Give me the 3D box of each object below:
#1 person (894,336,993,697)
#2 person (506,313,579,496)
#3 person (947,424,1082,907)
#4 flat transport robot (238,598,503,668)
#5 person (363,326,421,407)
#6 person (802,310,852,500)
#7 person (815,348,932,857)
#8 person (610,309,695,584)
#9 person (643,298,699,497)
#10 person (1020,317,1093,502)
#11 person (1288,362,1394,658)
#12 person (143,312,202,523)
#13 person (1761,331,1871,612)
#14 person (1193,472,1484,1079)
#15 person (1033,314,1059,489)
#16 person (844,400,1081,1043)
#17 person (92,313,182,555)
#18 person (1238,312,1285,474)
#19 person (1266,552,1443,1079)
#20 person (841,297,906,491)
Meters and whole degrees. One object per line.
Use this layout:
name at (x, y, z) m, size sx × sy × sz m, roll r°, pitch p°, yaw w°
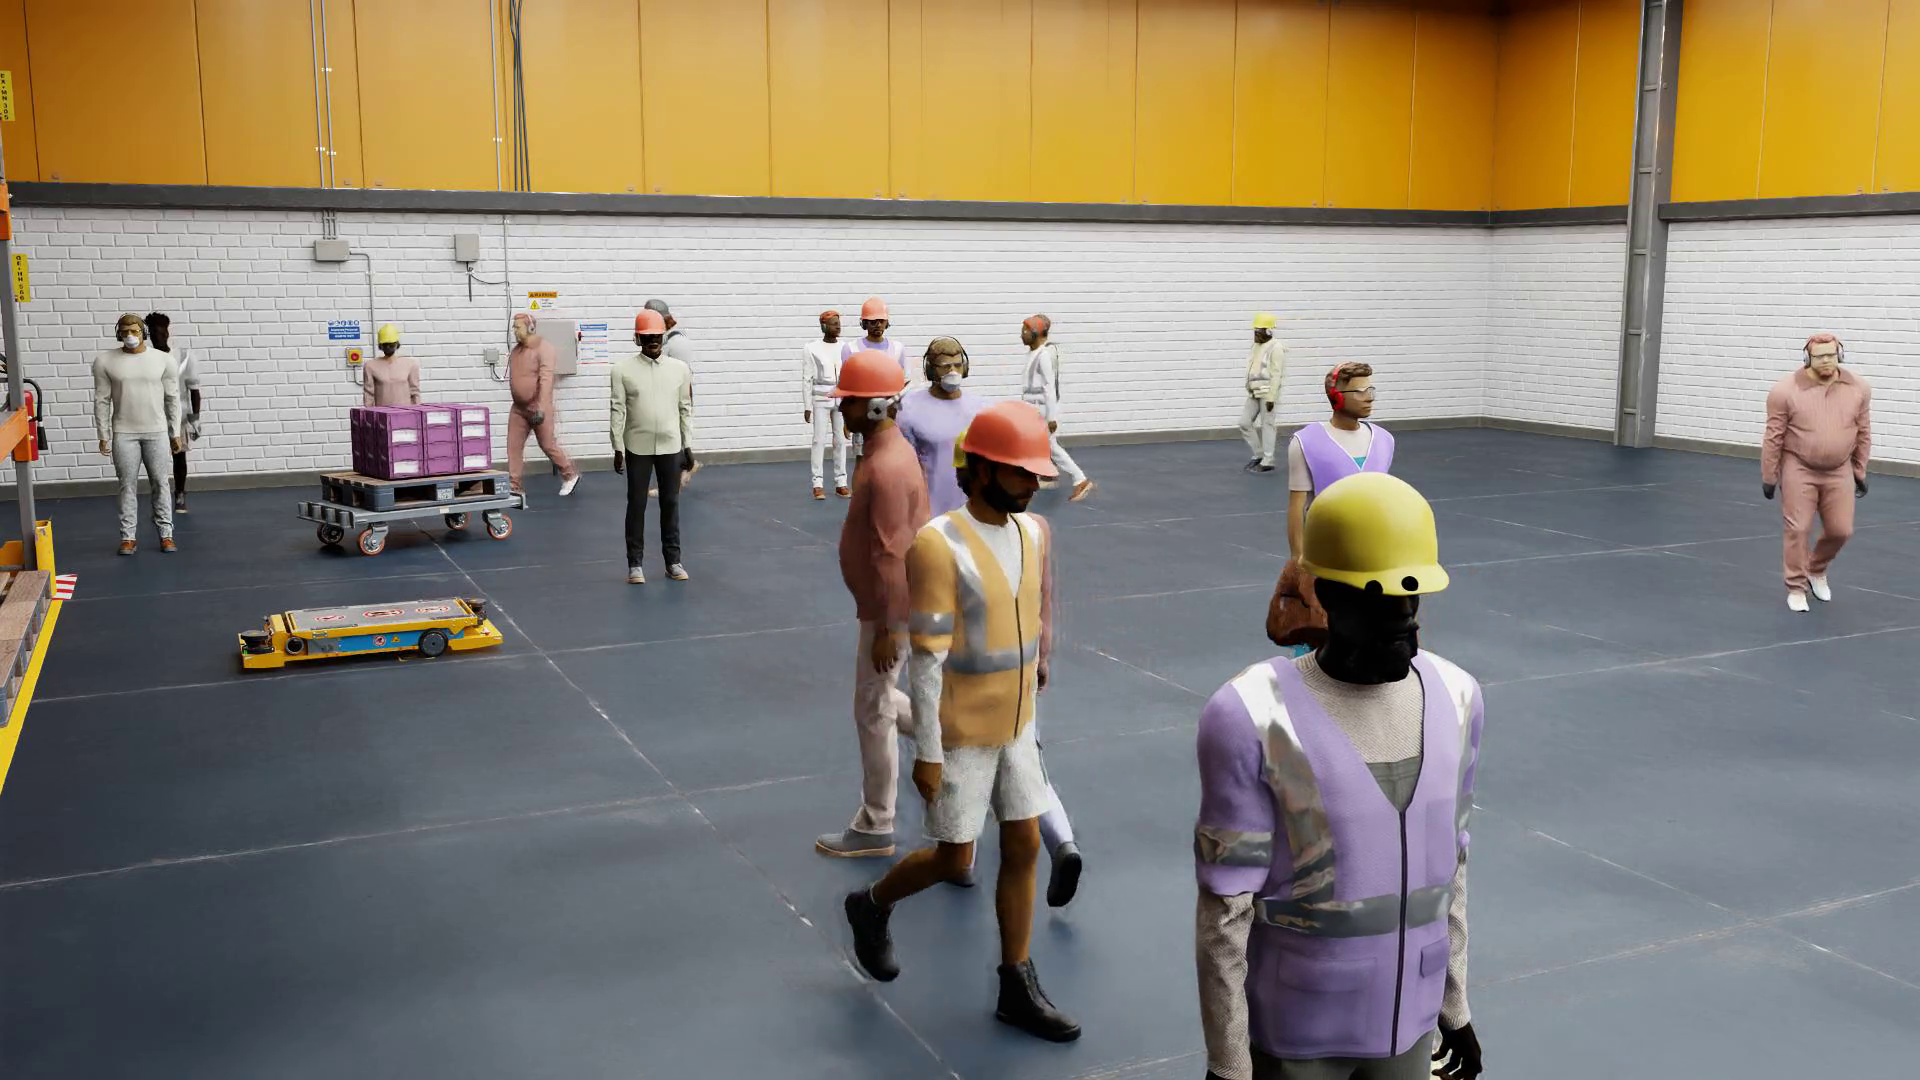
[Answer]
person at (-0.077, -0.081, 8.601) m, size 0.635 × 1.939 × 0.362 m, roll -4°, pitch 10°, yaw -25°
person at (-4.240, -1.334, 16.601) m, size 0.642 × 1.871 × 0.910 m, roll 6°, pitch 11°, yaw 32°
person at (0.140, 0.455, 5.913) m, size 0.532 × 1.739 × 0.699 m, roll -6°, pitch 11°, yaw -32°
flat transport robot at (-3.517, 0.539, 9.916) m, size 1.431 × 0.197 × 0.652 m, roll -4°, pitch 10°, yaw -25°
person at (-5.469, -1.184, 16.055) m, size 0.531 × 1.748 × 0.444 m, roll -3°, pitch 10°, yaw -19°
person at (-1.292, -1.347, 16.620) m, size 0.584 × 1.884 × 0.347 m, roll -4°, pitch 10°, yaw -25°
person at (-0.207, 0.252, 6.412) m, size 0.648 × 1.980 × 0.625 m, roll -1°, pitch 9°, yaw -3°
person at (-2.241, -0.682, 12.153) m, size 0.622 × 1.993 × 0.381 m, roll -4°, pitch 10°, yaw -25°
person at (-2.947, -1.450, 16.784) m, size 0.641 × 2.000 × 0.693 m, roll -7°, pitch 12°, yaw -38°
person at (0.845, -1.258, 16.237) m, size 0.980 × 1.847 × 0.577 m, roll -1°, pitch 9°, yaw -6°
person at (1.781, 0.085, 7.843) m, size 0.570 × 1.849 × 0.380 m, roll -4°, pitch 10°, yaw -25°
person at (-7.302, -1.141, 15.317) m, size 0.617 × 1.909 × 0.987 m, roll -4°, pitch 10°, yaw -24°
person at (5.712, -0.458, 11.138) m, size 0.671 × 1.878 × 0.555 m, roll 1°, pitch 9°, yaw 9°
person at (0.690, 0.834, 2.962) m, size 0.594 × 1.926 × 0.366 m, roll -4°, pitch 10°, yaw -25°
person at (0.828, -1.428, 17.285) m, size 0.413 × 1.830 × 0.533 m, roll -3°, pitch 10°, yaw -19°
person at (0.000, 0.522, 4.976) m, size 0.749 × 1.906 × 0.557 m, roll 8°, pitch 12°, yaw 39°
person at (-6.595, -0.850, 13.375) m, size 0.635 × 1.939 × 0.362 m, roll -4°, pitch 10°, yaw -25°
person at (3.376, -1.636, 18.620) m, size 0.457 × 1.817 × 0.625 m, roll -4°, pitch 10°, yaw -21°
person at (0.961, 0.822, 4.039) m, size 0.512 × 1.597 × 0.735 m, roll -5°, pitch 10°, yaw -29°
person at (-0.731, -1.080, 14.478) m, size 0.615 × 2.042 × 0.372 m, roll -4°, pitch 10°, yaw -25°
